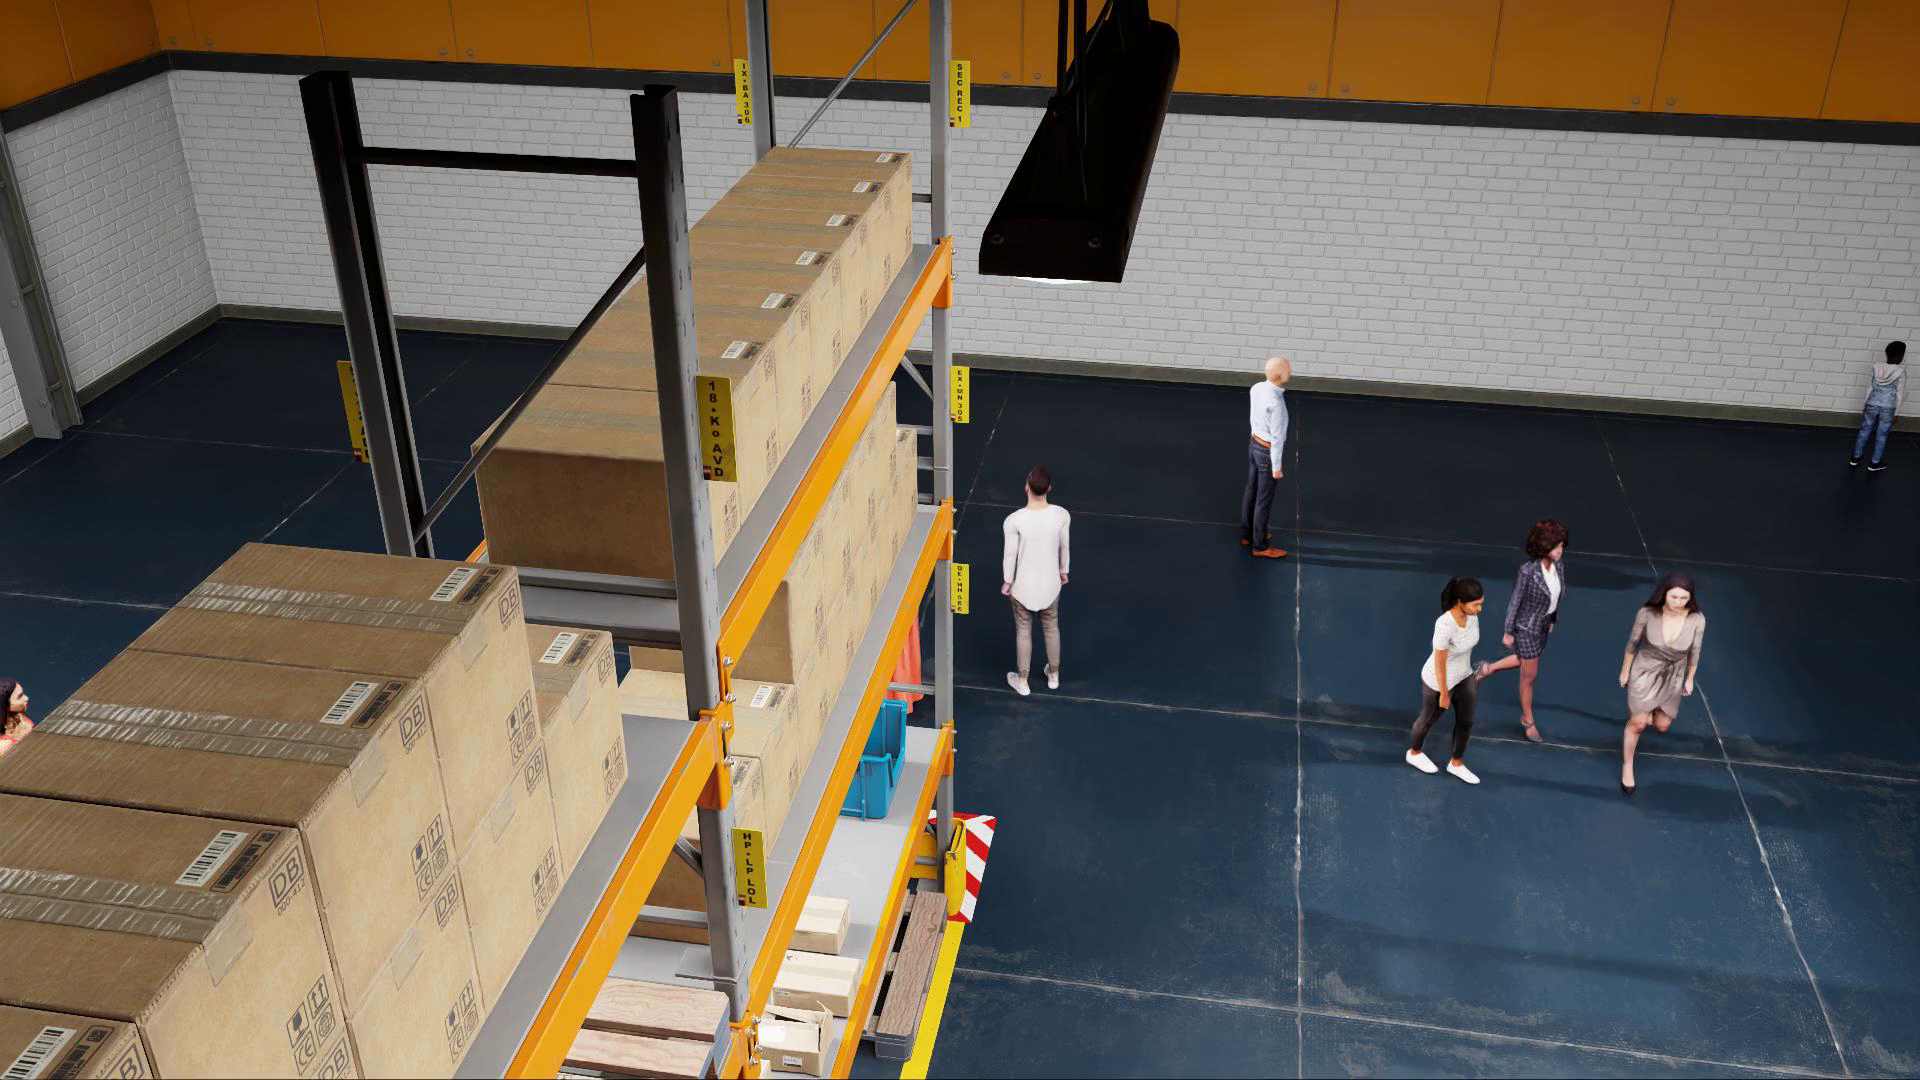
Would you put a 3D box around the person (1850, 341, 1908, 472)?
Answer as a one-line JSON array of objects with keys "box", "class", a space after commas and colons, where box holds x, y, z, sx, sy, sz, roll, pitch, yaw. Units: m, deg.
[{"box": [8.691, -1.274, 15.693, 0.623, 1.260, 0.568, -21, 35, -33], "class": "person"}]

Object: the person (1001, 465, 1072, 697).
[{"box": [0.559, 0.290, 12.221, 0.745, 1.839, 0.720, -9, 30, -16], "class": "person"}]

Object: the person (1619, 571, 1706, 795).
[{"box": [4.689, 0.910, 11.208, 0.661, 1.721, 0.872, 10, 30, 18], "class": "person"}]

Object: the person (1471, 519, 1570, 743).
[{"box": [3.993, 0.596, 11.829, 1.008, 1.677, 1.083, -17, 33, -28], "class": "person"}]

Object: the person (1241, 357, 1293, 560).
[{"box": [2.596, -0.716, 14.115, 0.779, 1.791, 0.645, -7, 29, -12], "class": "person"}]

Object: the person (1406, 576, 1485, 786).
[{"box": [3.239, 0.910, 11.315, 0.832, 1.617, 0.887, -22, 35, -34], "class": "person"}]
